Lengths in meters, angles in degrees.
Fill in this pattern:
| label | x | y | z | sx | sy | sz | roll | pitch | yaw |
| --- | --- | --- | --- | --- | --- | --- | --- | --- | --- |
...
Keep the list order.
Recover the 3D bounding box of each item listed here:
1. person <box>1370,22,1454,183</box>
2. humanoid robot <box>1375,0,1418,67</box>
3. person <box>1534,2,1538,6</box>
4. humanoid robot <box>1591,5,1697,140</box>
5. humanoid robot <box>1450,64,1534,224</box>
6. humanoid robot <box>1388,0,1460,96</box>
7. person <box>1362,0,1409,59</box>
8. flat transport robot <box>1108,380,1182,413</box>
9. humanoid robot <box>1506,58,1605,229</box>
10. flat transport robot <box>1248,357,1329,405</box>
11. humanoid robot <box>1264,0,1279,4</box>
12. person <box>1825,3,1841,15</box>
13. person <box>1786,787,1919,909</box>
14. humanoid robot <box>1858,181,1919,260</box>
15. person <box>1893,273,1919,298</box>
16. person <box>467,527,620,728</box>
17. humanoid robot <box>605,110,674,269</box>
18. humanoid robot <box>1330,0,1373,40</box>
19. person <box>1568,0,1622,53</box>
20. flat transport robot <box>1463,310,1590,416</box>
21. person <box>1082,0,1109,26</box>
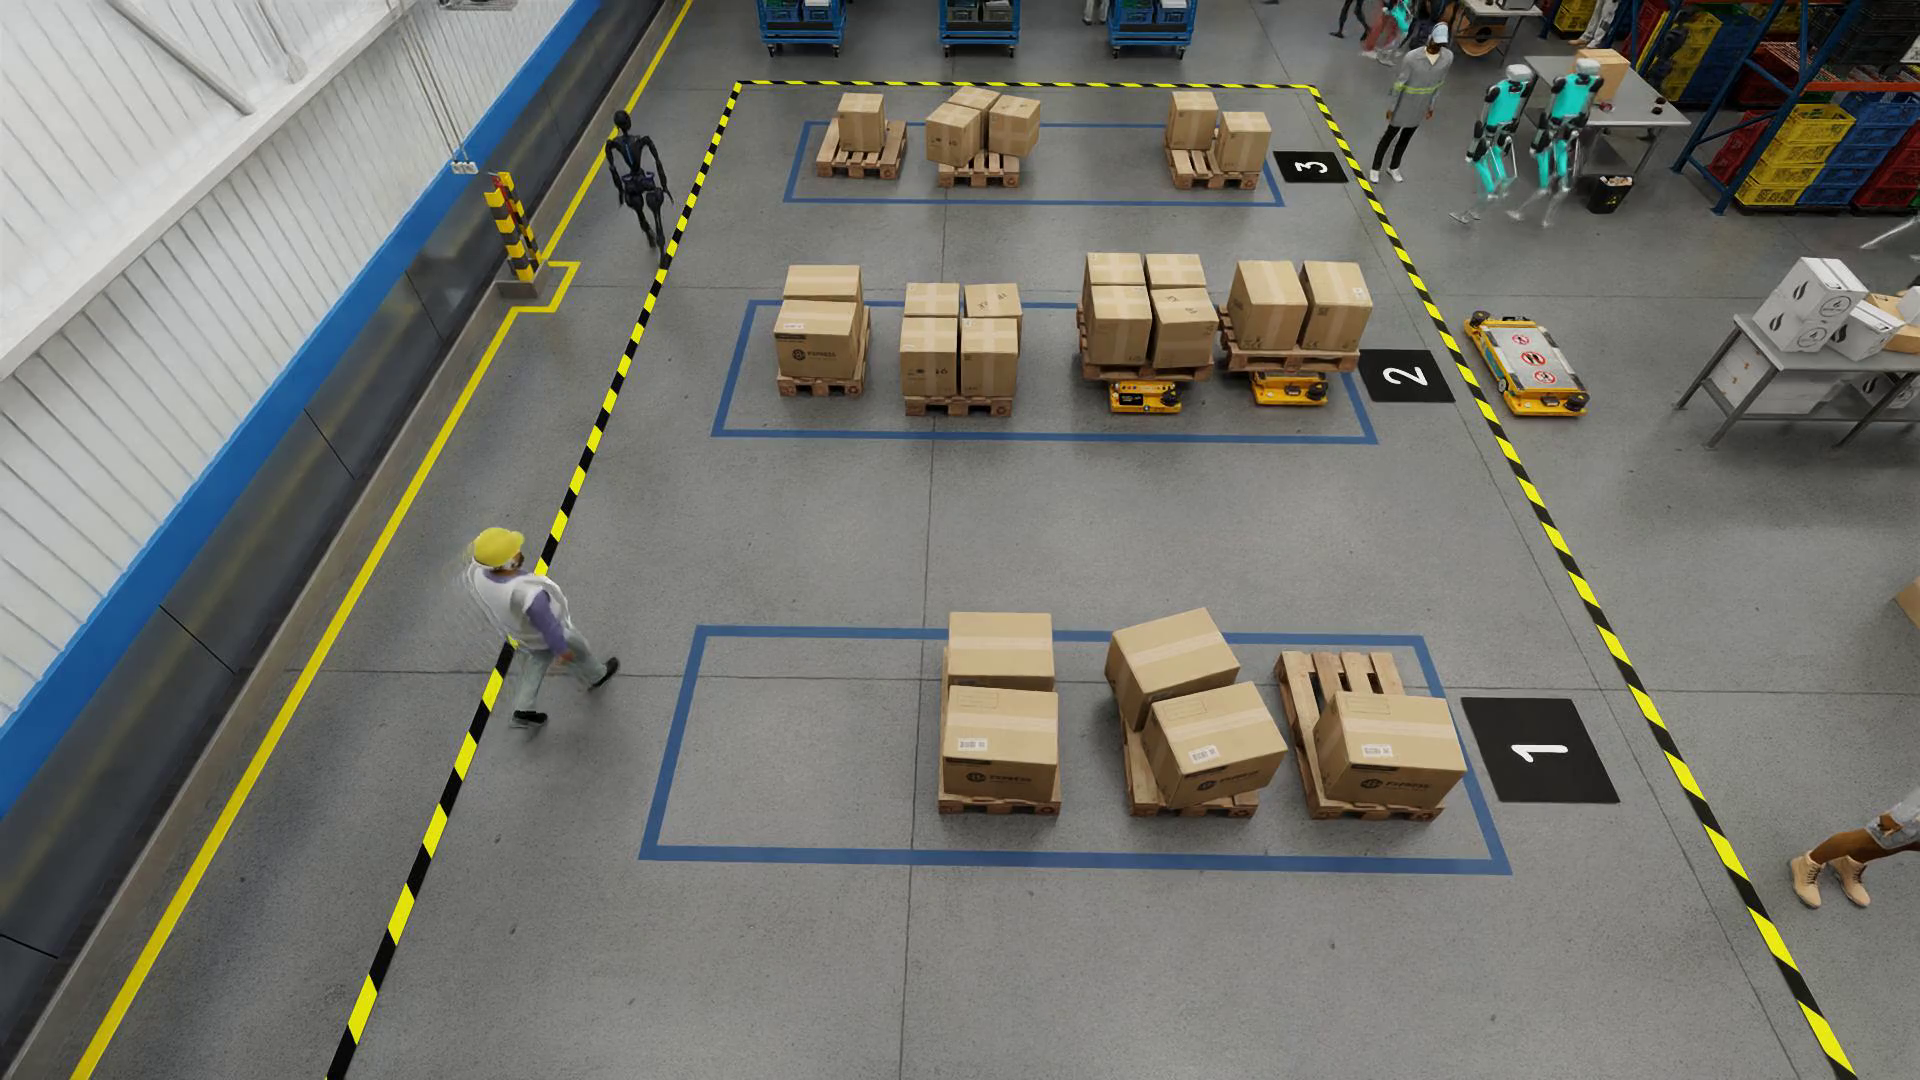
| label | x | y | z | sx | sy | sz | roll | pitch | yaw |
| --- | --- | --- | --- | --- | --- | --- | --- | --- | --- |
| person | 5.434 | -5.208 | 10.994 | 0.590 | 1.851 | 0.401 | -3 | 49 | -2 |
| humanoid robot | 6.469 | -7.735 | 13.270 | 0.535 | 1.758 | 0.960 | -12 | 50 | -11 |
| person | 9.260 | -9.391 | 14.728 | 0.941 | 1.687 | 0.522 | -13 | 50 | -11 |
| humanoid robot | 8.981 | -6.014 | 11.844 | 0.802 | 1.623 | 0.613 | 36 | 58 | 27 |
| humanoid robot | 6.017 | -4.312 | 10.205 | 0.533 | 1.677 | 0.735 | -12 | 50 | -10 |
| humanoid robot | 6.420 | -6.920 | 12.606 | 0.597 | 1.629 | 0.532 | 6 | 49 | 5 |
| person | 6.508 | -8.030 | 13.405 | 0.684 | 1.894 | 0.620 | 25 | 54 | 20 |
| flat transport robot | 1.773 | -1.807 | 9.079 | 0.652 | 0.197 | 1.431 | 1 | 49 | 1 |
| humanoid robot | 6.806 | -4.380 | 10.376 | 0.531 | 1.803 | 0.804 | -1 | 49 | -1 |
| flat transport robot | 3.175 | -1.883 | 9.145 | 0.652 | 0.197 | 1.431 | 1 | 49 | 1 |
| humanoid robot | 5.392 | -9.705 | 15.009 | 0.466 | 1.646 | 0.608 | 18 | 51 | 15 |
| person | 12.596 | -7.719 | 13.143 | 0.987 | 1.880 | 0.558 | 6 | 49 | 5 |
| person | 5.480 | 1.528 | 5.040 | 0.615 | 2.039 | 0.382 | 0 | 49 | 0 |
| humanoid robot | 10.845 | -3.813 | 9.893 | 0.921 | 1.778 | 0.531 | 5 | 49 | 4 |
| person | 10.345 | -3.174 | 9.241 | 0.332 | 1.839 | 0.507 | -18 | 52 | -15 |
| person | -2.809 | 0.589 | 6.005 | 0.597 | 1.808 | 0.766 | 22 | 53 | 18 |
| humanoid robot | -3.432 | -3.825 | 9.924 | 0.586 | 1.632 | 0.710 | -8 | 50 | -6 |
| humanoid robot | 6.170 | -8.504 | 13.975 | 0.603 | 1.638 | 0.635 | -30 | 56 | -24 |
| person | 9.733 | -8.247 | 13.631 | 0.429 | 1.844 | 0.621 | 4 | 49 | 4 |
| flat transport robot | 5.573 | -1.757 | 9.054 | 0.659 | 0.231 | 1.431 | 1 | 49 | 1 |
| person | 2.241 | -9.066 | 14.347 | 0.568 | 1.833 | 0.389 | -6 | 49 | -6 |
